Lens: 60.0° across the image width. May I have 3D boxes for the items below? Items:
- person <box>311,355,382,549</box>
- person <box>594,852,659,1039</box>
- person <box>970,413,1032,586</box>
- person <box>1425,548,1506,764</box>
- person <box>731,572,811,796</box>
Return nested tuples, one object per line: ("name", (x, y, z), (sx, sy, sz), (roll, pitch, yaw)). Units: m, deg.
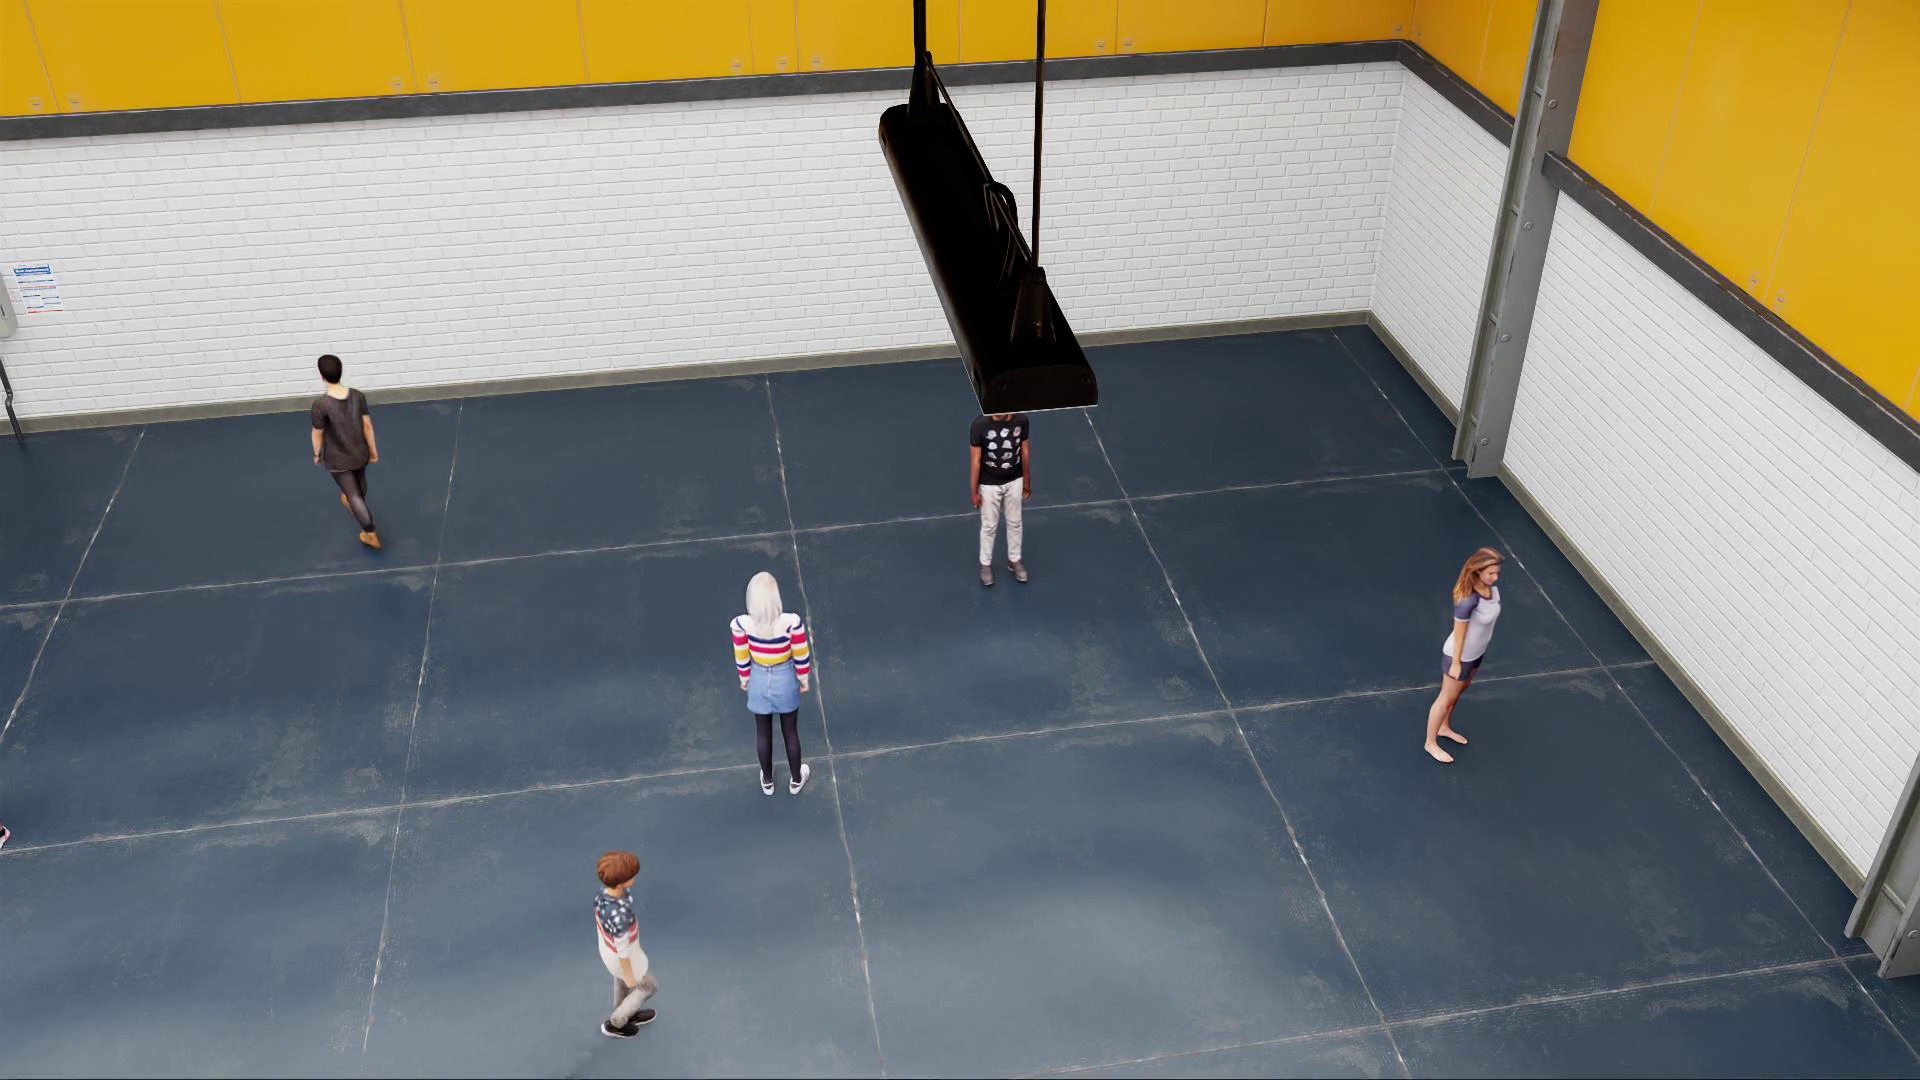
("person", (-5.083, -0.697, 13.871), (1.128, 1.670, 0.997), (28, 42, 35))
("person", (-1.985, 2.358, 9.486), (0.711, 1.435, 0.626), (-18, 38, -25))
("person", (0.324, -0.476, 13.419), (0.682, 1.801, 0.640), (-9, 35, -14))
("person", (3.519, 0.768, 11.612), (0.725, 1.729, 0.683), (25, 41, 33))
("person", (-1.263, 0.972, 11.231), (0.692, 1.811, 0.588), (0, 34, 1))
